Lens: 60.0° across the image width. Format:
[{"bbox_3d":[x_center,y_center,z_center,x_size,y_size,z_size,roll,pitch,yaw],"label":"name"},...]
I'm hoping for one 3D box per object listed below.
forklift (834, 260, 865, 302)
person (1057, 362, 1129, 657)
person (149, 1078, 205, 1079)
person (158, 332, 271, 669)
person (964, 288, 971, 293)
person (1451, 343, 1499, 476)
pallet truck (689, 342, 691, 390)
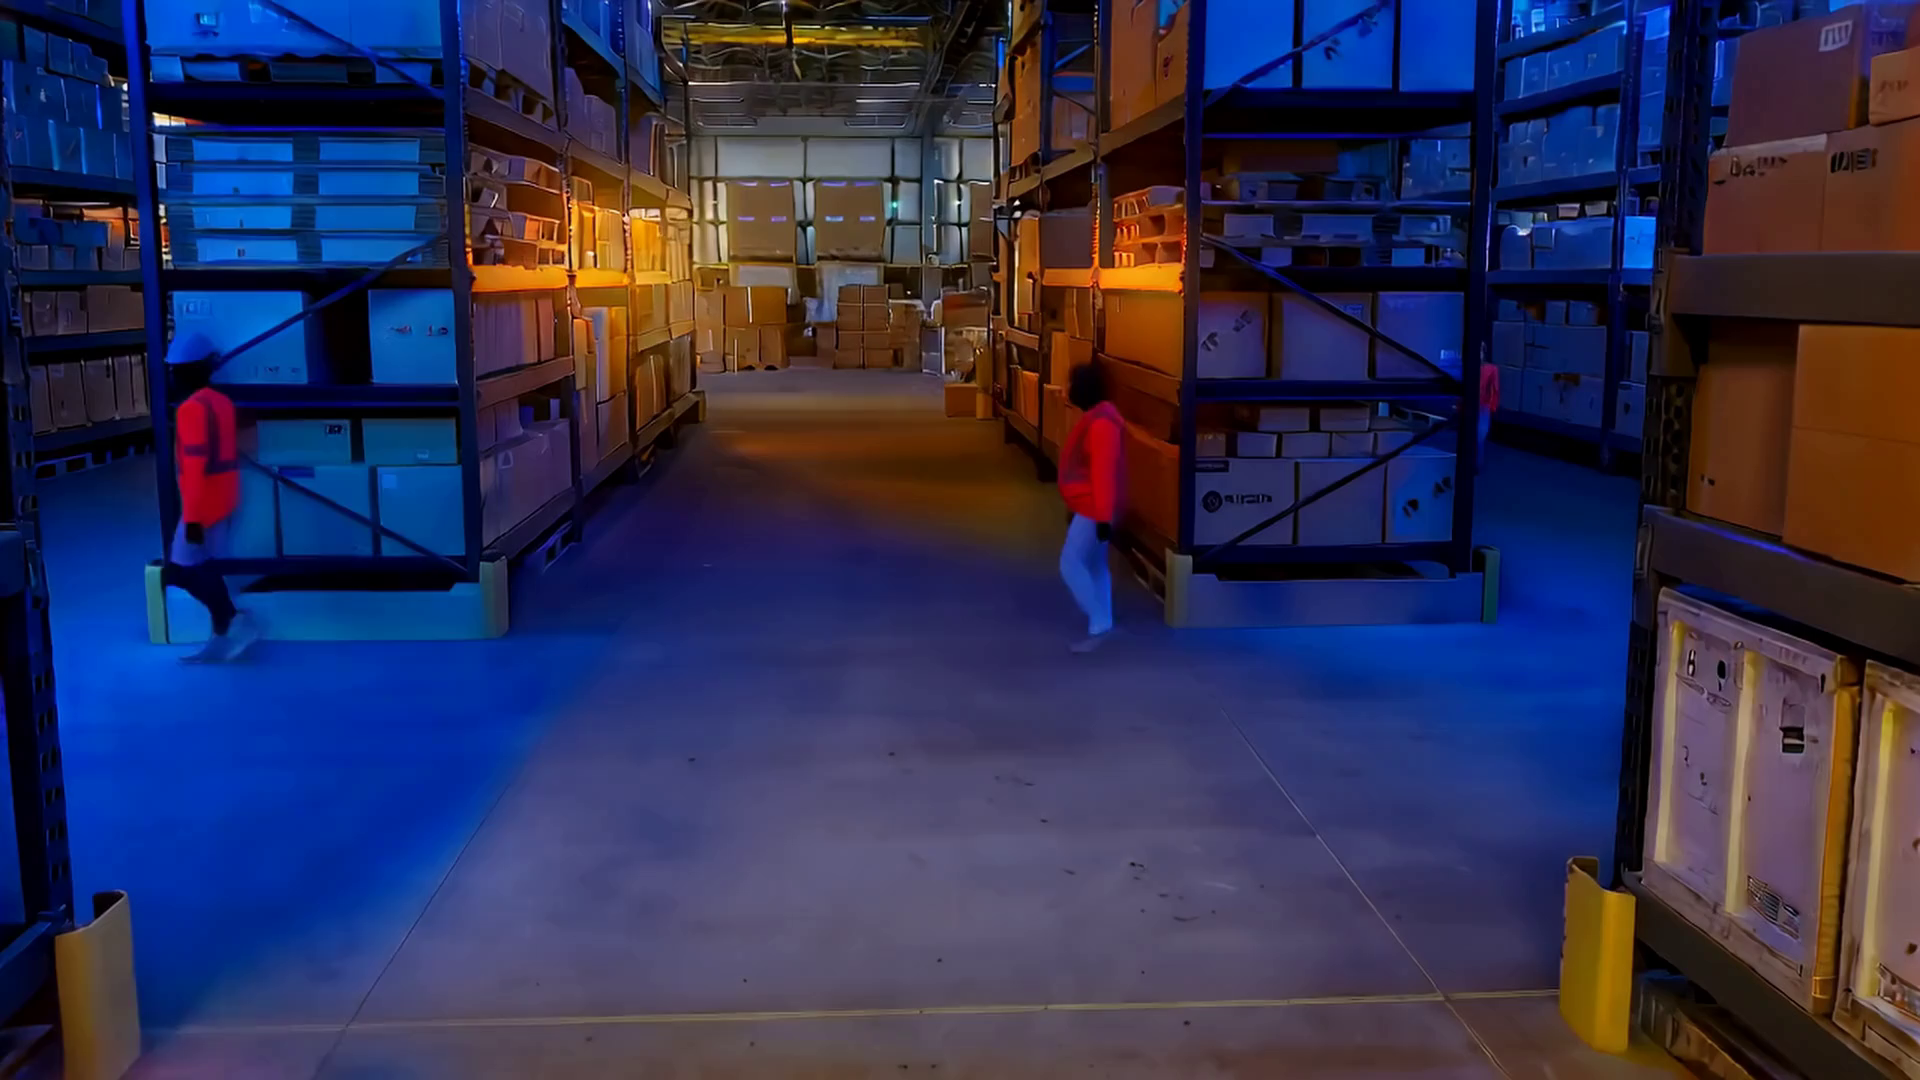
[{"bbox_3d":[-3.397,-7.253,51.372,1.129,2.768,1.873,-1,9,-4],"label":"forklift"},{"bbox_3d":[0.803,-0.175,10.225,0.445,1.826,0.652,0,9,-3],"label":"person"},{"bbox_3d":[-0.496,1.232,1.087,0.579,1.919,0.456,-2,9,-14],"label":"person"},{"bbox_3d":[-4.456,-0.215,9.858,0.467,2.024,0.625,-1,9,-4],"label":"person"},{"bbox_3d":[0.170,-7.809,57.868,0.512,1.920,0.644,0,9,-2],"label":"person"},{"bbox_3d":[5.909,-1.482,19.126,0.516,1.602,0.757,2,9,14],"label":"person"},{"bbox_3d":[-5.225,-3.008,27.480,1.885,1.965,0.823,2,9,14],"label":"pallet truck"}]
